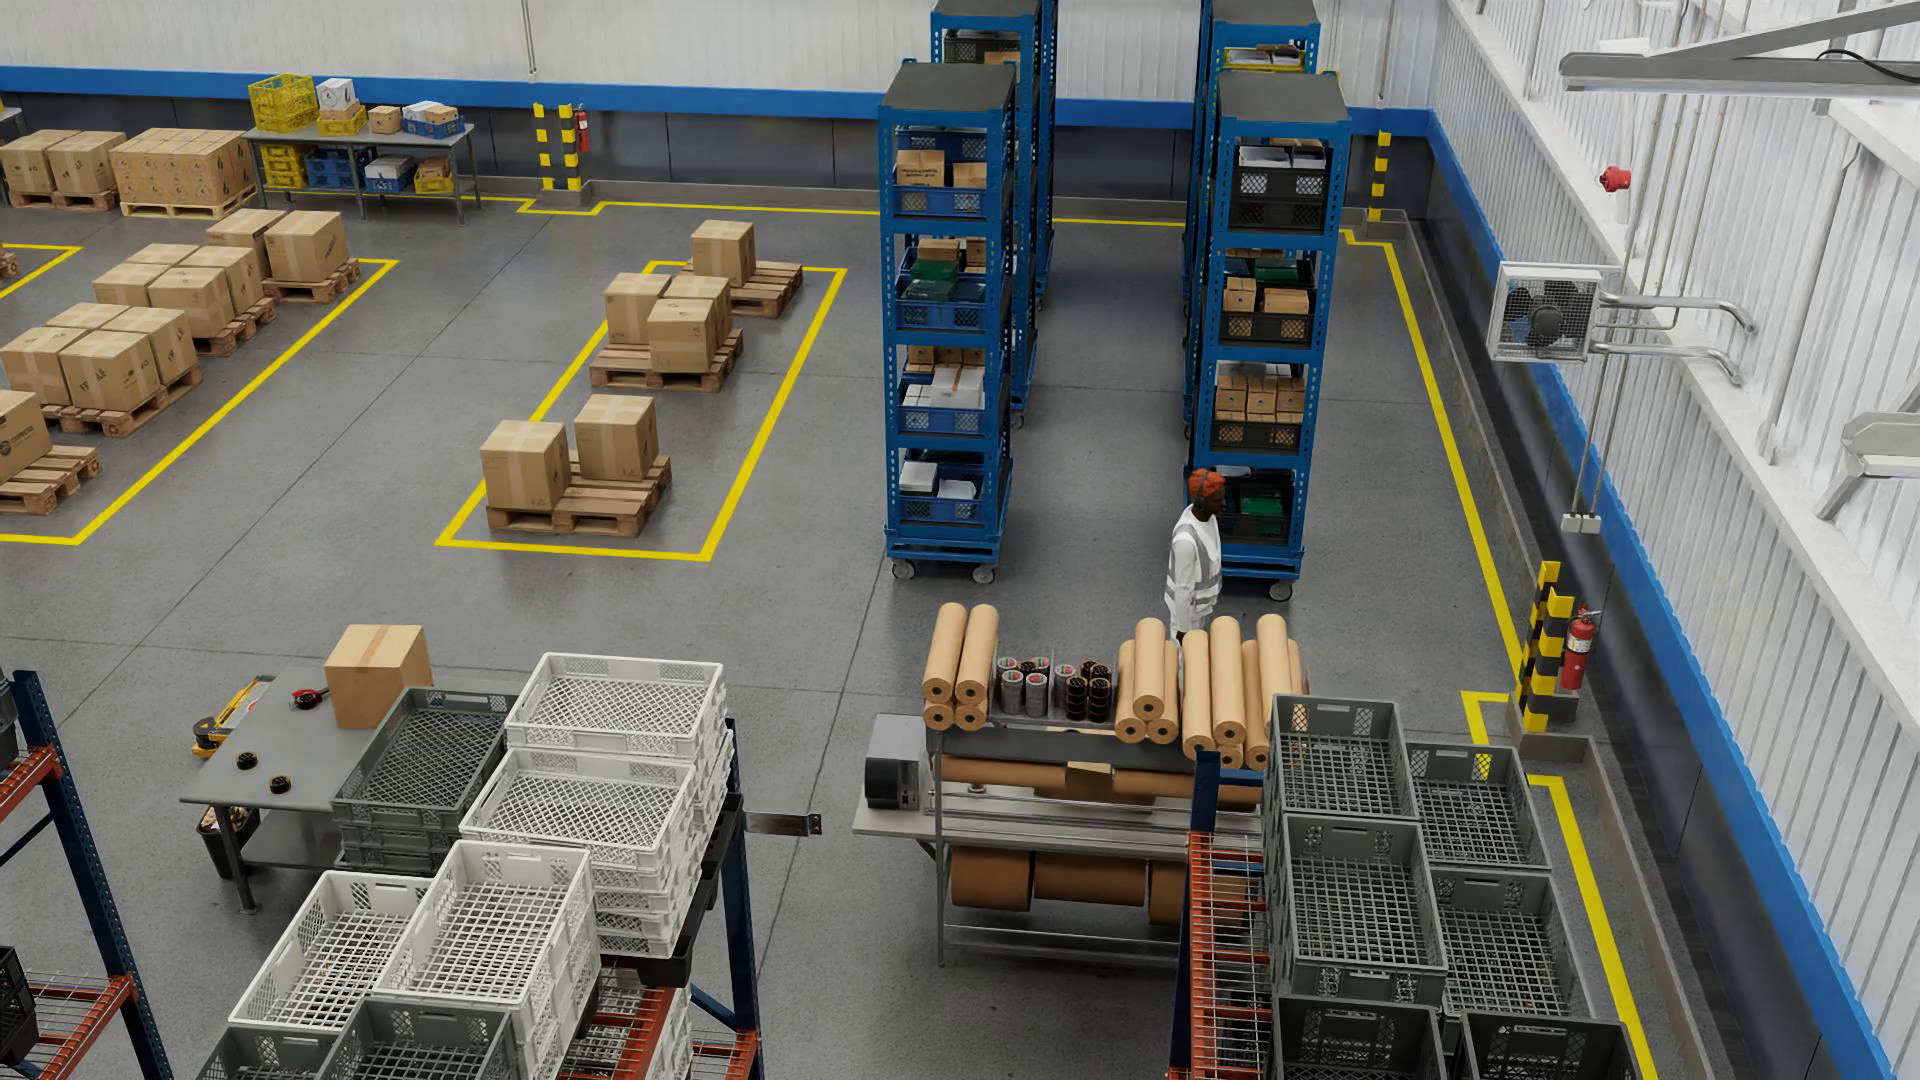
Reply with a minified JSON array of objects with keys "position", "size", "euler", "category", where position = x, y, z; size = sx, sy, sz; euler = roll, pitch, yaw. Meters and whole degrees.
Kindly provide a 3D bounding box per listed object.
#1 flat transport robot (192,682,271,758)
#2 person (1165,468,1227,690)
[{"position":[-4.089,1.163,10.648],"size":[1.431,0.197,0.652],"euler":[3,30,6],"category":"flat transport robot"},{"position":[1.451,0.400,10.380],"size":[0.337,1.882,0.583],"euler":[10,32,17],"category":"person"}]
